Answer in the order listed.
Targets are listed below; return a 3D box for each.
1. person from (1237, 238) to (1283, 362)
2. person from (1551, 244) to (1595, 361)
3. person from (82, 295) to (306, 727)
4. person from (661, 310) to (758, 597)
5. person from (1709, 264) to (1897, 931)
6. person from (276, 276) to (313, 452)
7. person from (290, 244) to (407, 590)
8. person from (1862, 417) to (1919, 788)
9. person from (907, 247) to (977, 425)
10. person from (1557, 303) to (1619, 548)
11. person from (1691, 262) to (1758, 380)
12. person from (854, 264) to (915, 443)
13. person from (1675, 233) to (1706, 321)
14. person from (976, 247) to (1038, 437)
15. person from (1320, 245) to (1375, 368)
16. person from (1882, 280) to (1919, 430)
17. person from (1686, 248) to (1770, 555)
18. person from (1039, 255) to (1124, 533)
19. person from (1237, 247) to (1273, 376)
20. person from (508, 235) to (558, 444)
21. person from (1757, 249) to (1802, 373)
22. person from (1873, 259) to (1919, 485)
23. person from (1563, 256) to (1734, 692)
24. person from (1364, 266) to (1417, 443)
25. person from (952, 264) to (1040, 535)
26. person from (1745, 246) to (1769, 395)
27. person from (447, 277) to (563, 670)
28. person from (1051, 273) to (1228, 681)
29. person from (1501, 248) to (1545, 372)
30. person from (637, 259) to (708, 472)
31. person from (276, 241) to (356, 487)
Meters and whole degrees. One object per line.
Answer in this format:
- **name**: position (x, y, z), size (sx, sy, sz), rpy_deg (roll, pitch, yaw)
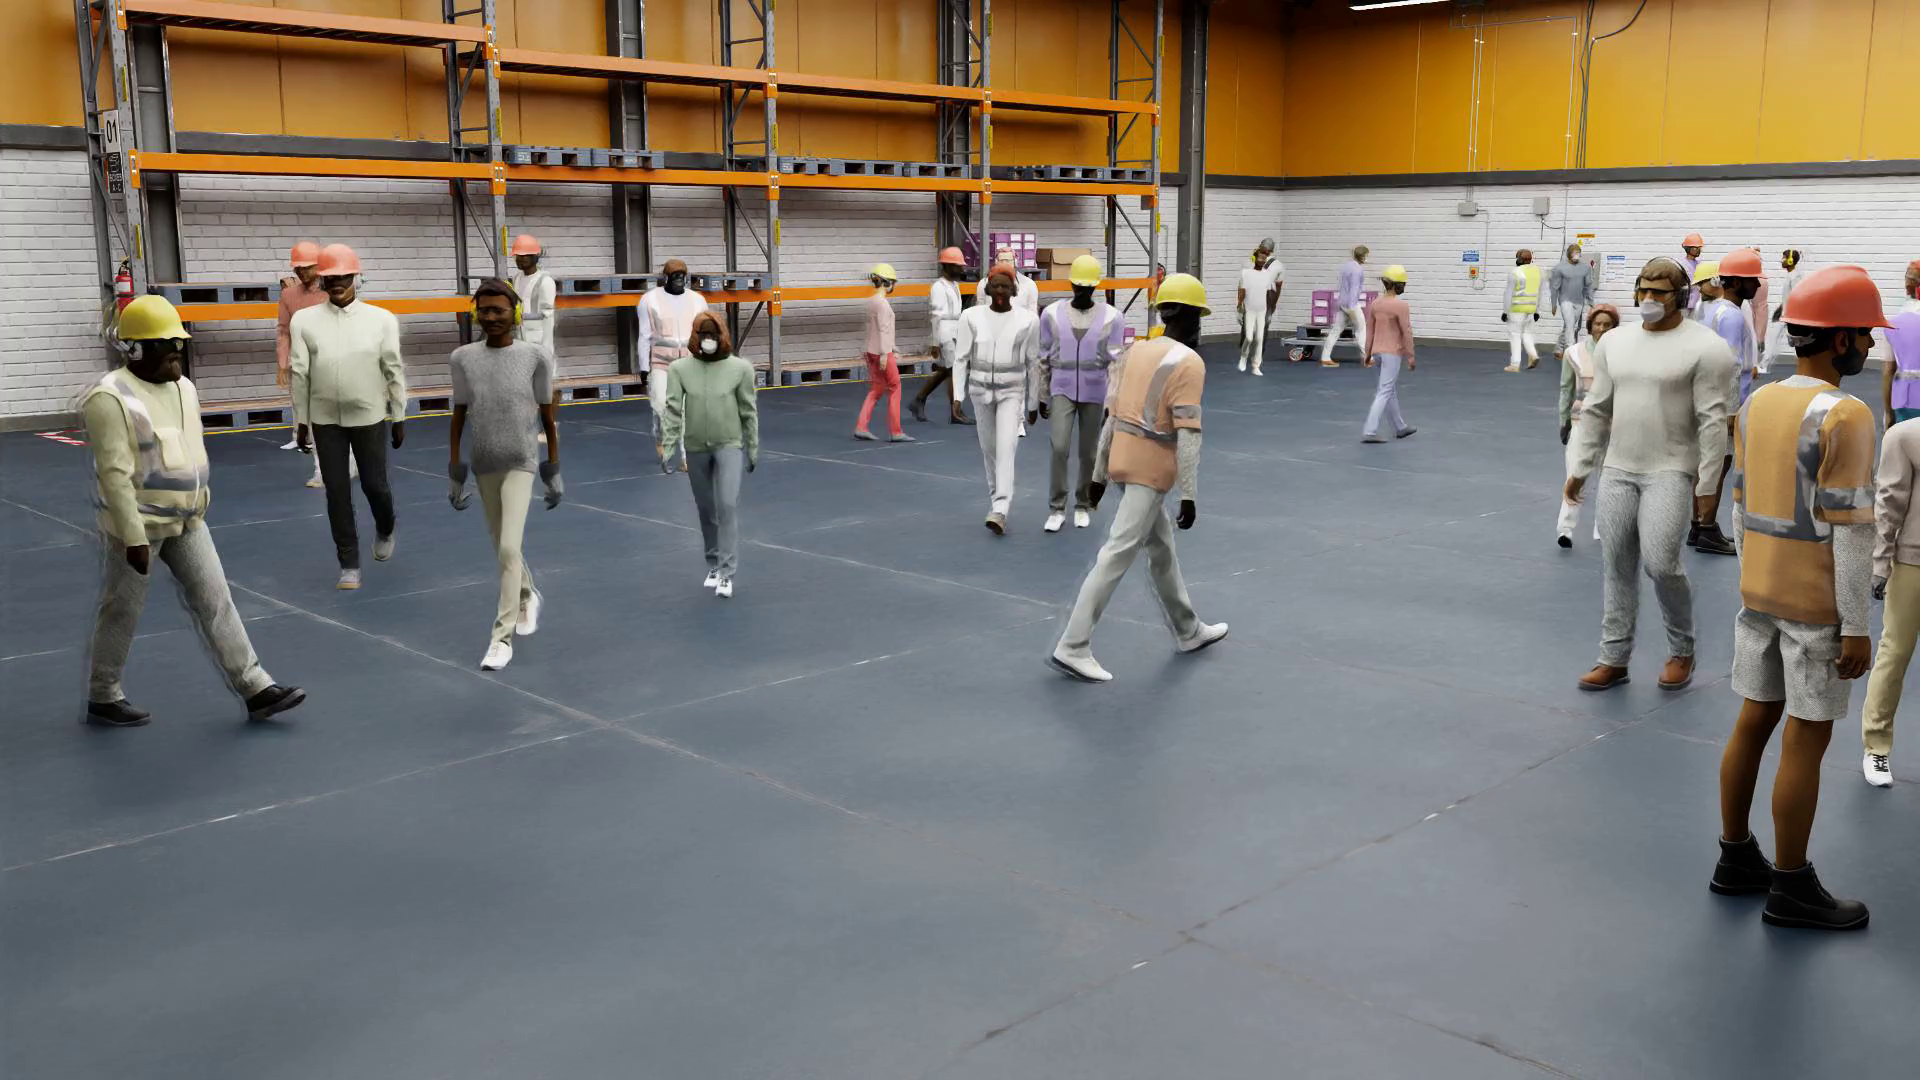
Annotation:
- **person**: position (4.832, -3.915, 26.893), size (0.727, 2.000, 0.982), rpy_deg (1, 10, 6)
- **person**: position (9.751, -3.766, 26.518), size (0.644, 1.893, 1.017), rpy_deg (-2, 11, -11)
- **person**: position (-3.222, -0.094, 6.765), size (0.927, 1.776, 0.618), rpy_deg (3, 11, 13)
- **person**: position (-1.411, -0.476, 9.343), size (0.512, 1.601, 0.781), rpy_deg (1, 10, 4)
- **person**: position (2.489, 0.170, 4.896), size (0.354, 1.939, 0.544), rpy_deg (-2, 11, -9)
- **person**: position (-6.213, -1.648, 15.626), size (0.510, 1.640, 0.308), rpy_deg (9, 14, 41)
- **person**: position (-3.549, -0.727, 9.687), size (0.619, 1.976, 0.643), rpy_deg (-2, 11, -11)
- **person**: position (3.586, 0.107, 6.073), size (0.507, 1.631, 0.279), rpy_deg (1, 10, 3)
- **person**: position (-0.200, -2.188, 17.894), size (0.739, 1.935, 0.547), rpy_deg (4, 11, 19)
- **person**: position (4.150, -0.736, 10.815), size (0.513, 1.584, 0.901), rpy_deg (4, 11, 23)
- **person**: position (6.822, -1.583, 14.880), size (0.614, 1.787, 0.634), rpy_deg (-4, 11, -19)
- **person**: position (-0.788, -1.826, 16.340), size (0.574, 1.743, 0.544), rpy_deg (-4, 11, -19)
- **person**: position (10.552, -3.402, 24.091), size (0.607, 2.044, 0.372), rpy_deg (-8, 13, -36)
- **person**: position (0.460, -1.988, 16.752), size (0.639, 1.908, 0.409), rpy_deg (1, 10, 4)
- **person**: position (6.001, -3.555, 25.422), size (0.975, 1.868, 0.668), rpy_deg (0, 10, -1)
- **person**: position (6.106, -0.801, 10.496), size (0.595, 1.820, 0.451), rpy_deg (10, 14, 43)
- **person**: position (4.899, -0.878, 10.610), size (0.358, 1.936, 0.552), rpy_deg (2, 11, 13)
- **person**: position (0.816, -0.986, 11.349), size (0.585, 1.883, 0.749), rpy_deg (1, 10, 7)
- **person**: position (4.261, -3.304, 24.080), size (0.549, 1.853, 0.466), rpy_deg (-1, 10, -7)
- **person**: position (-4.164, -1.912, 16.017), size (0.654, 2.020, 0.647), rpy_deg (9, 13, 39)
- **person**: position (12.089, -3.308, 24.208), size (0.998, 1.827, 0.507), rpy_deg (7, 12, 33)
- **person**: position (7.471, -1.273, 13.012), size (0.379, 1.852, 0.626), rpy_deg (2, 11, 11)
- **person**: position (3.011, -0.277, 7.348), size (0.463, 1.932, 0.653), rpy_deg (-7, 12, -33)
- **person**: position (4.267, -1.817, 16.326), size (0.823, 1.725, 0.546), rpy_deg (-5, 12, -26)
- **person**: position (0.253, -0.973, 11.454), size (0.580, 1.825, 1.020), rpy_deg (2, 11, 13)
- **person**: position (8.391, -2.186, 17.842), size (0.399, 1.905, 0.642), rpy_deg (-5, 11, -24)
- **person**: position (-2.212, -0.360, 8.092), size (0.529, 1.831, 0.952), rpy_deg (0, 10, 2)
- **person**: position (0.878, -0.302, 7.747), size (1.066, 1.848, 0.648), rpy_deg (-4, 11, -22)
- **person**: position (8.334, -3.402, 24.697), size (0.632, 1.829, 0.433), rpy_deg (-5, 12, -26)
- **person**: position (-2.474, -1.520, 14.411), size (0.638, 1.823, 0.704), rpy_deg (-4, 11, -20)
- **person**: position (-5.173, -1.398, 13.348), size (0.612, 1.971, 0.437), rpy_deg (2, 11, 13)
